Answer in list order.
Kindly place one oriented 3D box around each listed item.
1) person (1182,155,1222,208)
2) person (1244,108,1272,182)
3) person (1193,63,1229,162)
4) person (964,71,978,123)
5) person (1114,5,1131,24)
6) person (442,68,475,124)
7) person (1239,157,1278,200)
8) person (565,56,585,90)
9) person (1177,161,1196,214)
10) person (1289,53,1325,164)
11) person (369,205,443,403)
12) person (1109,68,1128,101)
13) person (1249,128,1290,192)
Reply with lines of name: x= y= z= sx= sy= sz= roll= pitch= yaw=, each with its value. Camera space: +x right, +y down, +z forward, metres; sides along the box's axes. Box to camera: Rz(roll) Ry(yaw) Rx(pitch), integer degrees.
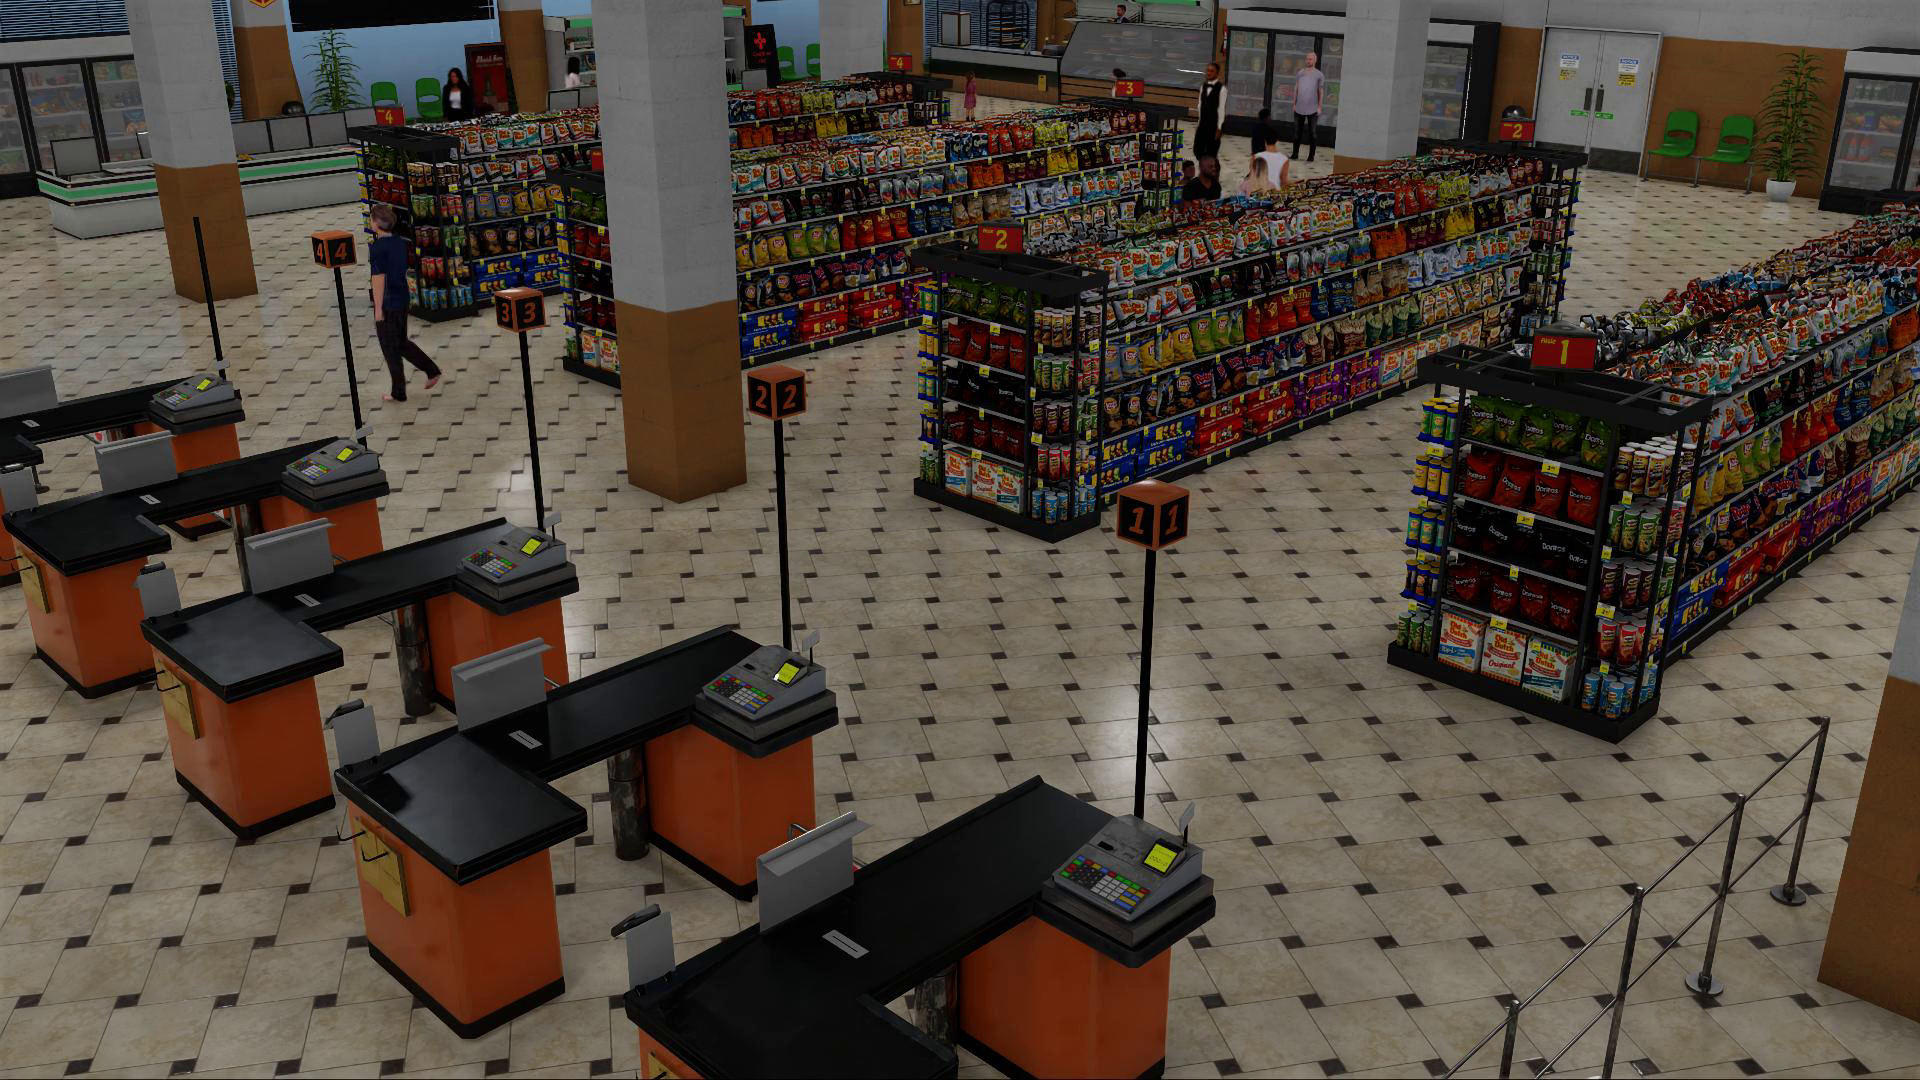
person: x=2.672 y=-3.378 z=18.564 sx=0.598 sy=1.811 sz=0.781 roll=-11 pitch=24 yaw=-25
person: x=4.696 y=-6.130 z=26.155 sx=0.713 sy=1.259 sz=0.584 roll=-14 pitch=26 yaw=-31
person: x=4.054 y=-6.605 z=26.470 sx=0.709 sy=1.905 sz=0.721 roll=-18 pitch=28 yaw=-38
person: x=0.210 y=-8.840 z=33.218 sx=0.475 sy=1.022 sz=0.496 roll=12 pitch=25 yaw=27
person: x=3.717 y=-11.425 z=38.515 sx=0.614 sy=1.868 sz=0.569 roll=20 pitch=29 yaw=41
person: x=-8.601 y=-7.266 z=28.568 sx=1.156 sy=1.568 sz=1.150 roll=-3 pitch=22 yaw=-6
person: x=3.416 y=-3.532 z=19.174 sx=1.002 sy=1.642 sz=1.146 roll=3 pitch=22 yaw=6
person: x=-7.002 y=-7.848 z=29.949 sx=0.878 sy=1.618 sz=0.670 roll=-18 pitch=28 yaw=-38
person: x=2.885 y=-4.294 z=21.621 sx=0.867 sy=1.232 sz=0.681 roll=-15 pitch=26 yaw=-32
person: x=5.997 y=-7.462 z=28.693 sx=0.710 sy=1.838 sz=0.650 roll=14 pitch=26 yaw=31
person: x=-5.213 y=-2.179 z=15.519 sx=0.938 sy=1.858 sz=0.903 roll=5 pitch=22 yaw=13
person: x=2.751 y=-7.234 z=28.447 sx=0.690 sy=1.598 sz=0.874 roll=16 pitch=27 yaw=34
person: x=3.785 y=-4.152 z=20.568 sx=1.060 sy=1.753 sz=1.165 roll=1 pitch=22 yaw=3
